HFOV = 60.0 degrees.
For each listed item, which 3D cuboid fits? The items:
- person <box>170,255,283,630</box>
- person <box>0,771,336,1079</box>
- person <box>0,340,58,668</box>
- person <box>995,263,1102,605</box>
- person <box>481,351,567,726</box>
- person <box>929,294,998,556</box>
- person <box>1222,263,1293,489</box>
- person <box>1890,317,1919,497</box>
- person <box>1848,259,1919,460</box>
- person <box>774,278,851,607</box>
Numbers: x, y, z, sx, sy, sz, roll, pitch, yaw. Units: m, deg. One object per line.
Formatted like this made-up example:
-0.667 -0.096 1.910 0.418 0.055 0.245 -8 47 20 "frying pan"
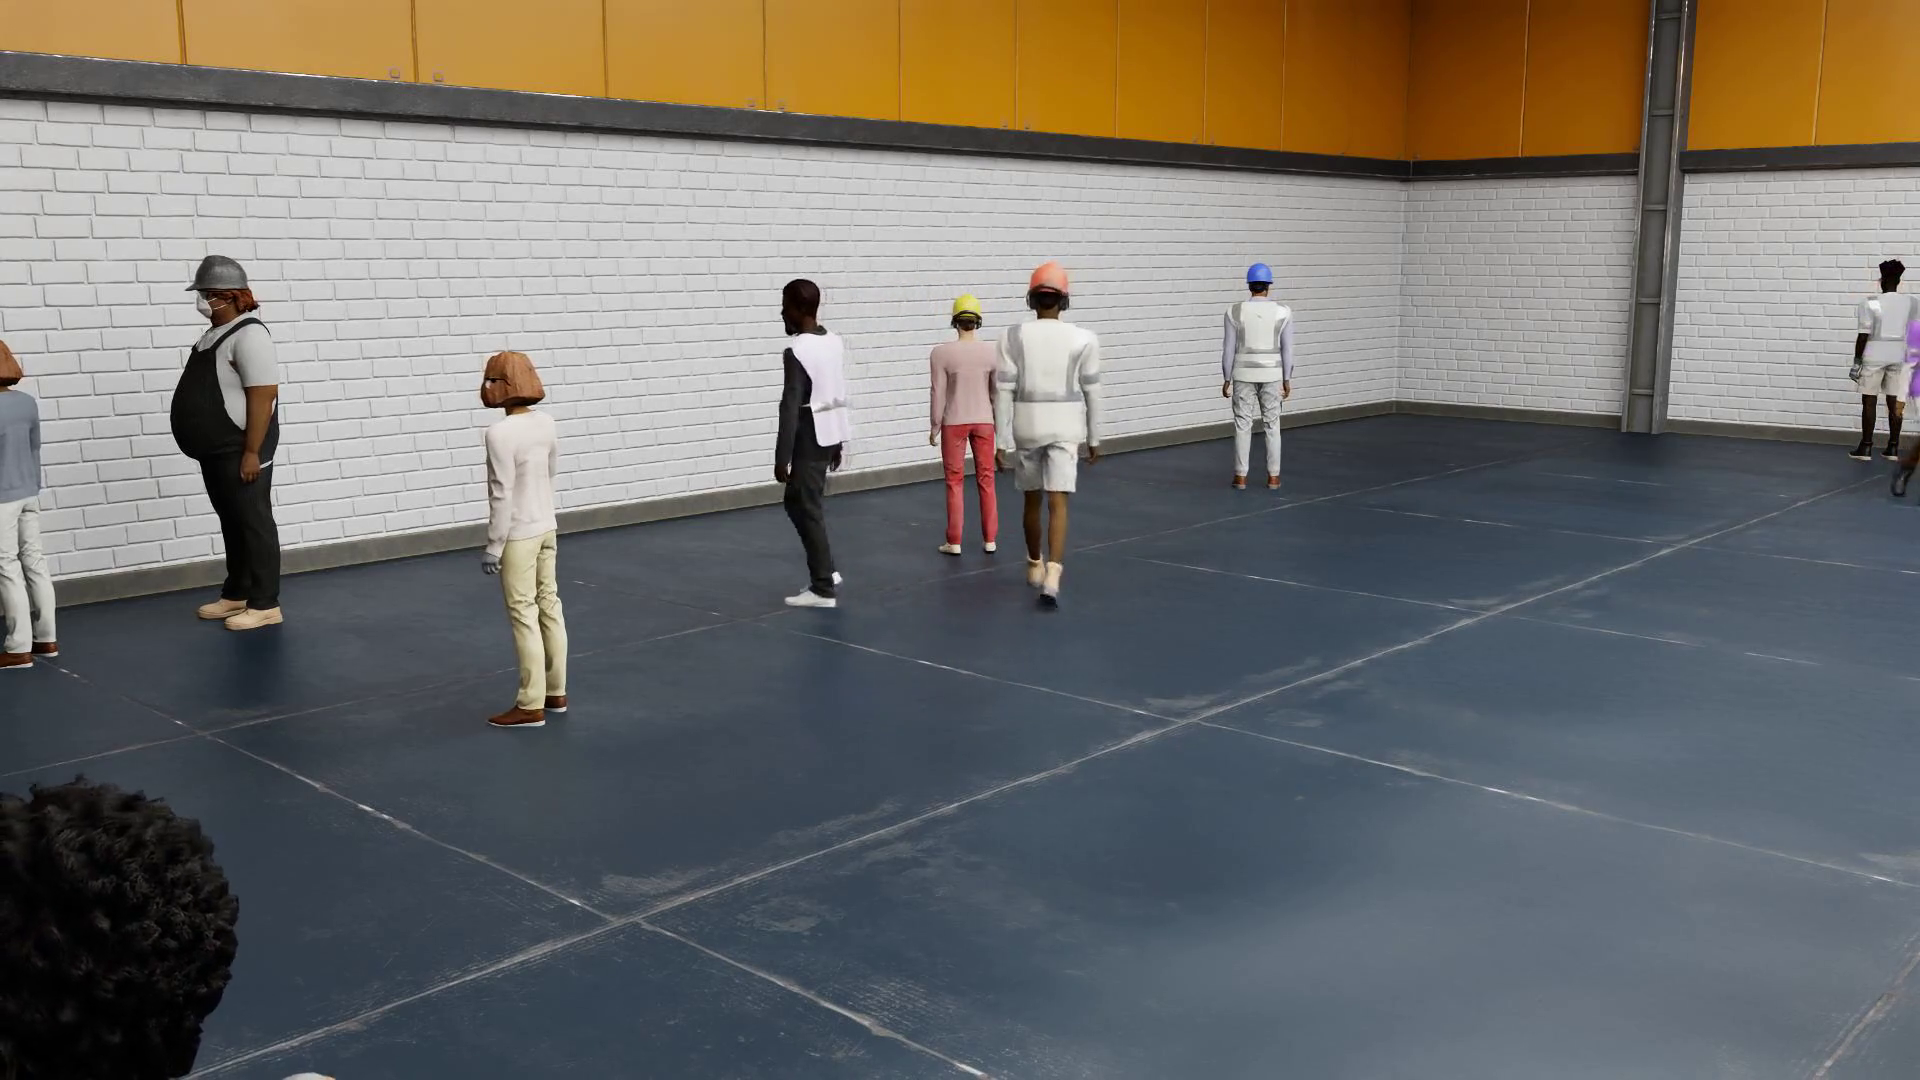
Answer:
-4.024 -0.535 9.125 0.538 2.000 0.683 -9 13 -42 "person"
-0.615 1.012 1.328 0.321 1.691 0.532 3 10 17 "person"
-4.736 -0.179 8.256 0.271 1.632 0.508 1 10 4 "person"
0.523 -0.631 9.843 0.630 1.999 1.026 1 10 5 "person"
-1.912 -0.003 7.251 0.278 1.634 0.498 3 10 15 "person"
0.041 -0.773 11.268 0.533 1.767 0.326 -3 10 -16 "person"
2.560 -1.404 14.349 0.608 1.943 0.402 1 10 5 "person"
7.843 -1.217 13.467 0.590 1.895 0.906 -1 10 -5 "person"
9.046 -1.758 16.298 0.617 1.964 0.361 0 10 1 "person"
-0.881 -0.548 9.601 0.480 1.900 0.618 3 10 17 "person"
